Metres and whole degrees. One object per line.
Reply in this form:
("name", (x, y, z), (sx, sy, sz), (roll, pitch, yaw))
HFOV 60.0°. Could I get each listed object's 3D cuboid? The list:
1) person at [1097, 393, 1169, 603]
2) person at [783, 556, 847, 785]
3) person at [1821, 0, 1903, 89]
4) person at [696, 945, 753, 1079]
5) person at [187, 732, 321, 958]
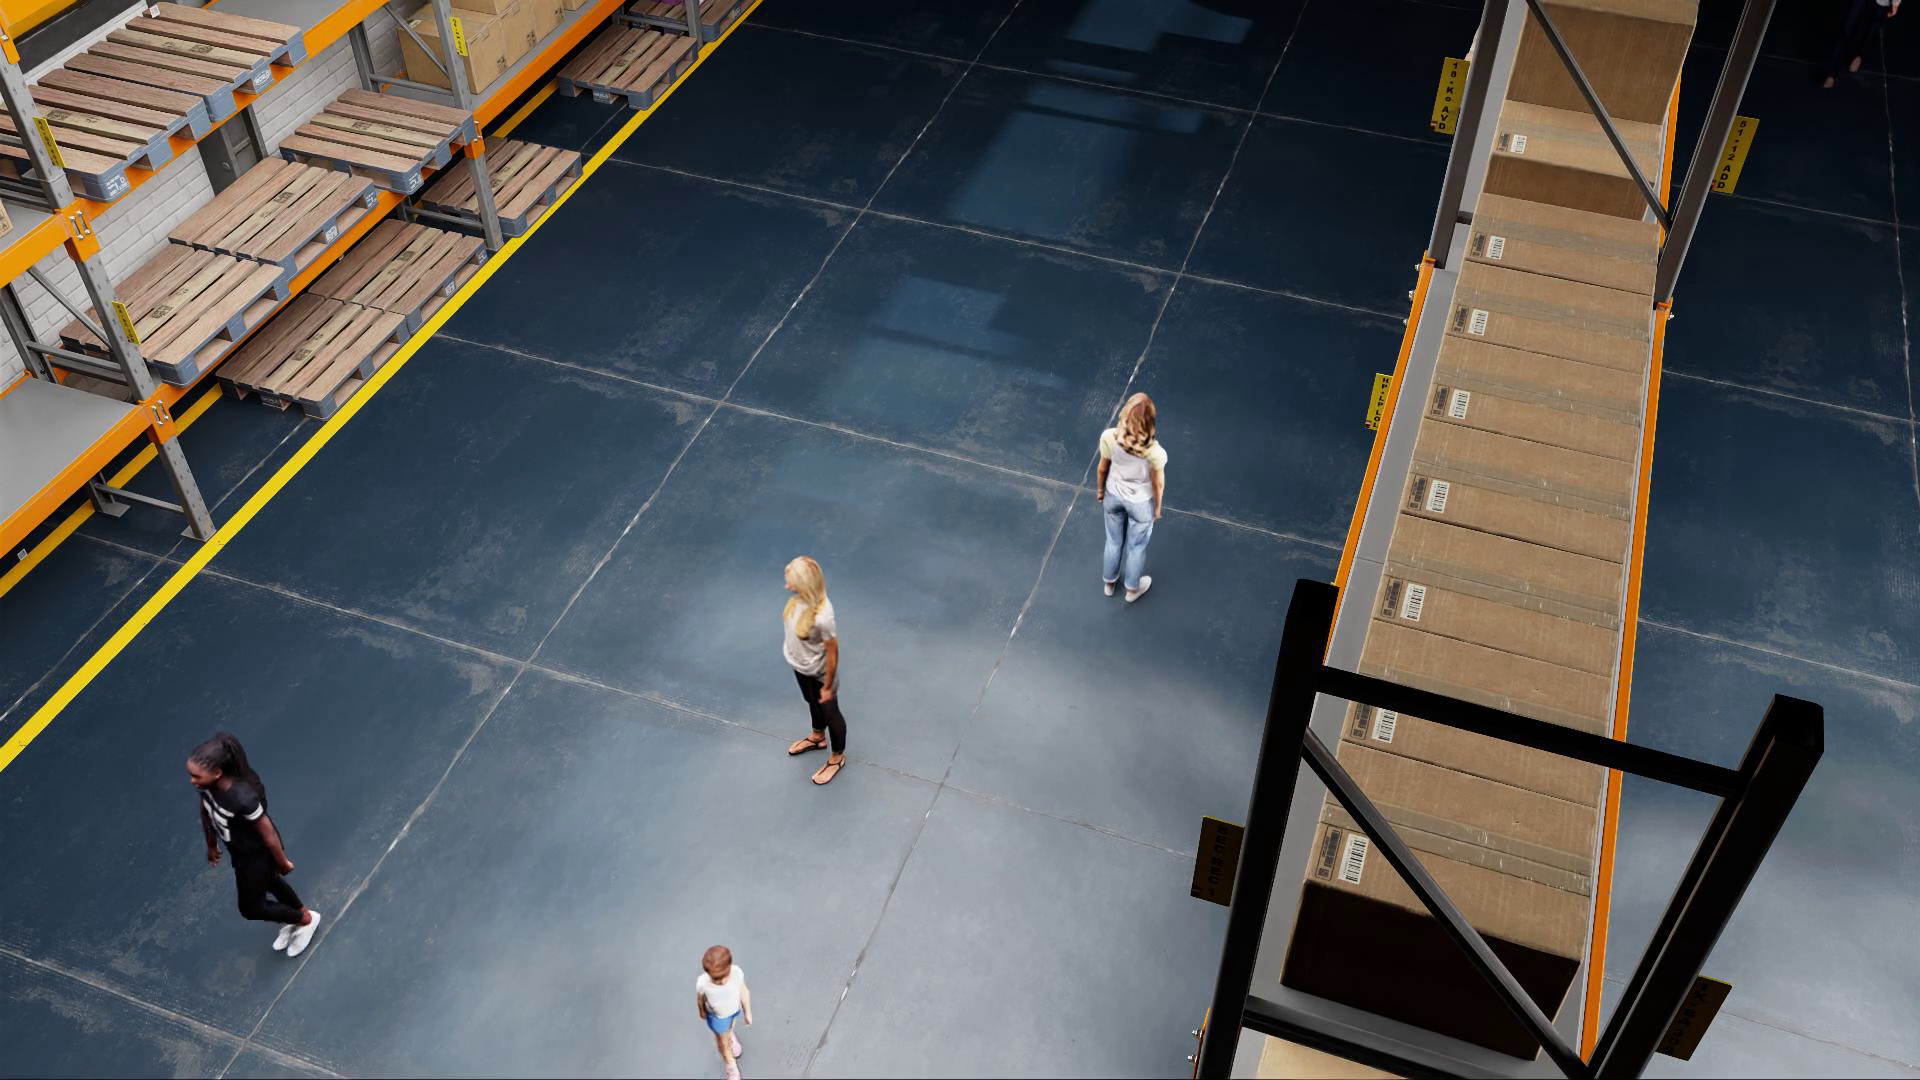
("person", (1.141, -0.274, 11.190), (0.642, 1.722, 0.553), (18, 46, 18))
("person", (-0.869, 0.749, 10.043), (0.717, 1.822, 0.689), (-25, 49, -24))
("person", (9.138, -5.440, 16.556), (0.817, 1.800, 1.236), (22, 48, 22))
("person", (-1.269, 2.428, 8.870), (0.566, 1.010, 0.624), (-20, 47, -19))
("person", (-3.834, 1.650, 9.175), (0.710, 1.716, 0.746), (30, 51, 28))
